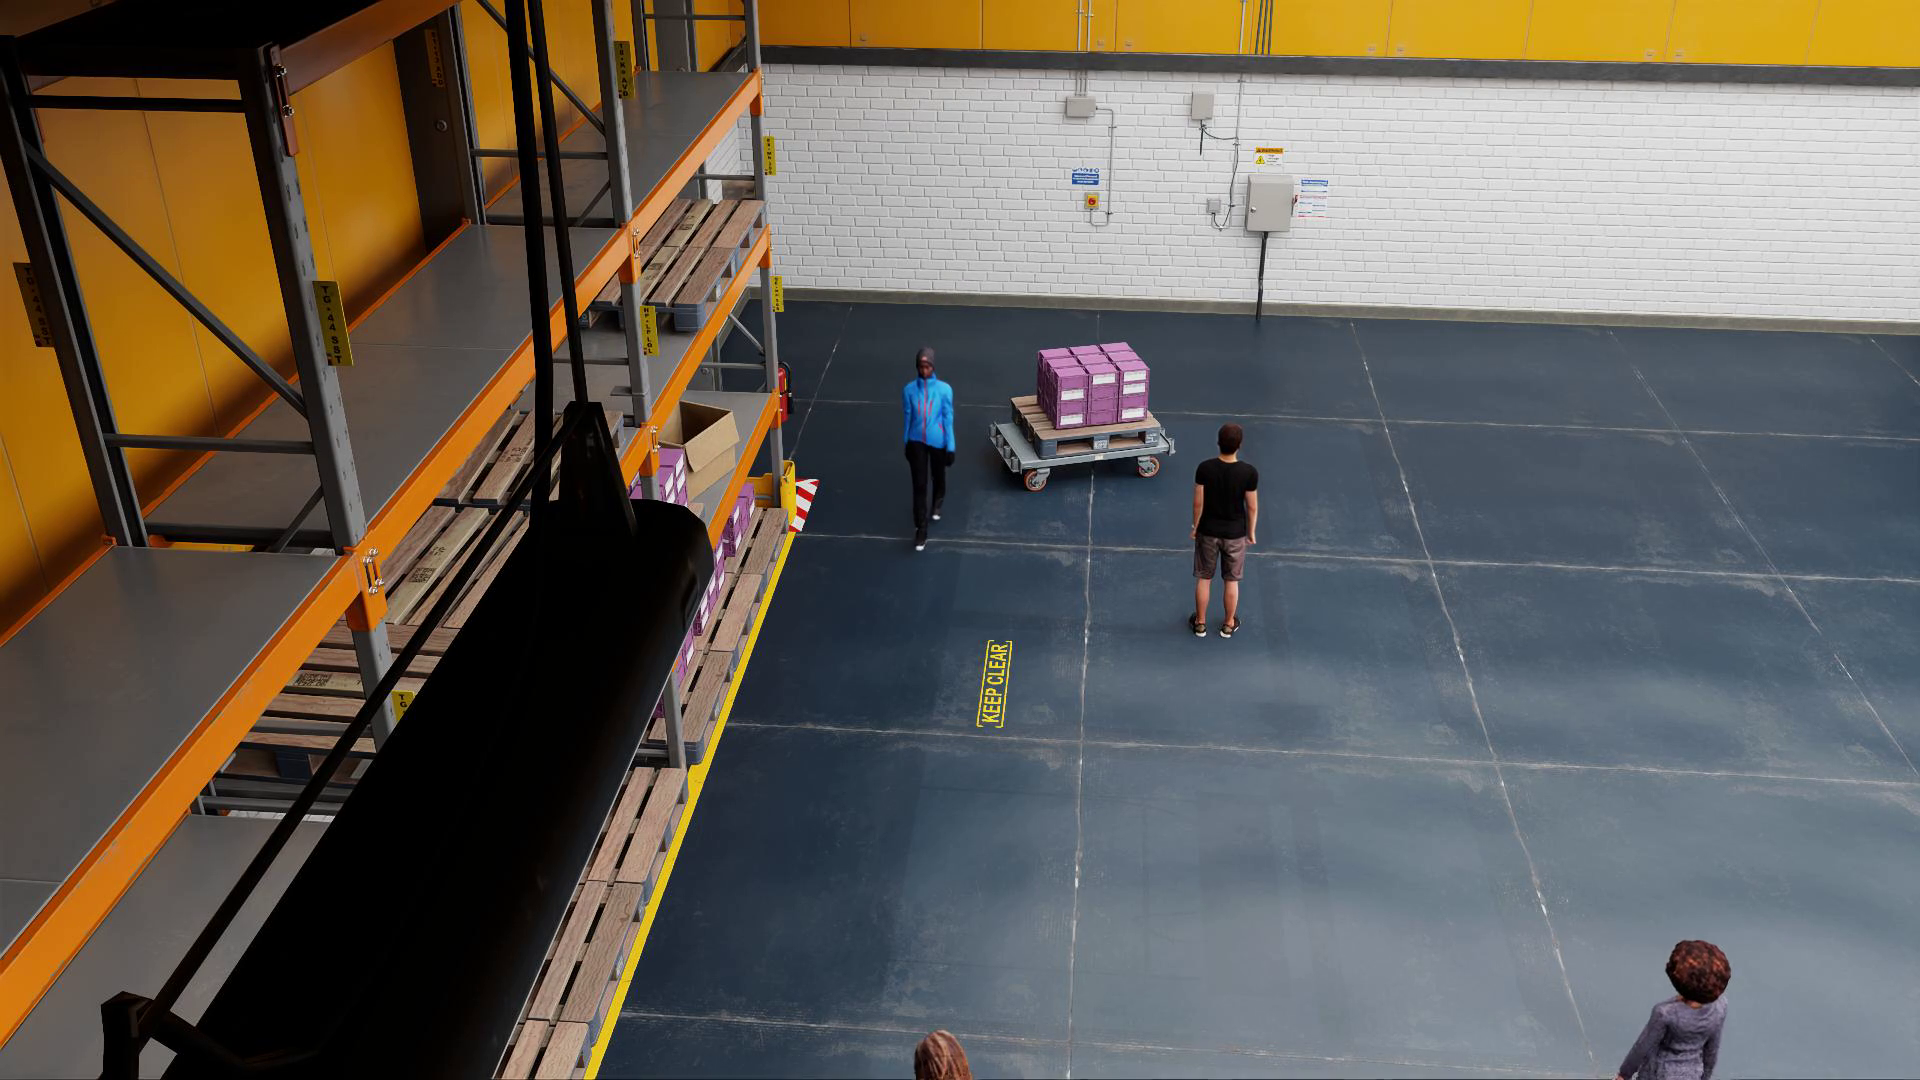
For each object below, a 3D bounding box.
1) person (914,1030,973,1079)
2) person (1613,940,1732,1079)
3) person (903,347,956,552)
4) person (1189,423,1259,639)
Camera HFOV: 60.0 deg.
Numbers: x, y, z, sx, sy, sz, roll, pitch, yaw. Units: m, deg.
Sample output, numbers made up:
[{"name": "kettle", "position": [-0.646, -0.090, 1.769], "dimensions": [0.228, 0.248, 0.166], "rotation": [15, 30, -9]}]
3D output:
[{"name": "person", "position": [-0.023, 3.039, 7.687], "dimensions": [0.756, 1.697, 1.104], "rotation": [-4, 29, -8]}, {"name": "person", "position": [3.548, 2.741, 8.246], "dimensions": [0.797, 1.684, 0.998], "rotation": [-7, 29, -12]}, {"name": "person", "position": [-0.258, -0.882, 14.815], "dimensions": [0.619, 1.754, 1.125], "rotation": [2, 29, 4]}, {"name": "person", "position": [2.077, -0.072, 13.219], "dimensions": [0.692, 1.862, 0.591], "rotation": [5, 29, 8]}]
